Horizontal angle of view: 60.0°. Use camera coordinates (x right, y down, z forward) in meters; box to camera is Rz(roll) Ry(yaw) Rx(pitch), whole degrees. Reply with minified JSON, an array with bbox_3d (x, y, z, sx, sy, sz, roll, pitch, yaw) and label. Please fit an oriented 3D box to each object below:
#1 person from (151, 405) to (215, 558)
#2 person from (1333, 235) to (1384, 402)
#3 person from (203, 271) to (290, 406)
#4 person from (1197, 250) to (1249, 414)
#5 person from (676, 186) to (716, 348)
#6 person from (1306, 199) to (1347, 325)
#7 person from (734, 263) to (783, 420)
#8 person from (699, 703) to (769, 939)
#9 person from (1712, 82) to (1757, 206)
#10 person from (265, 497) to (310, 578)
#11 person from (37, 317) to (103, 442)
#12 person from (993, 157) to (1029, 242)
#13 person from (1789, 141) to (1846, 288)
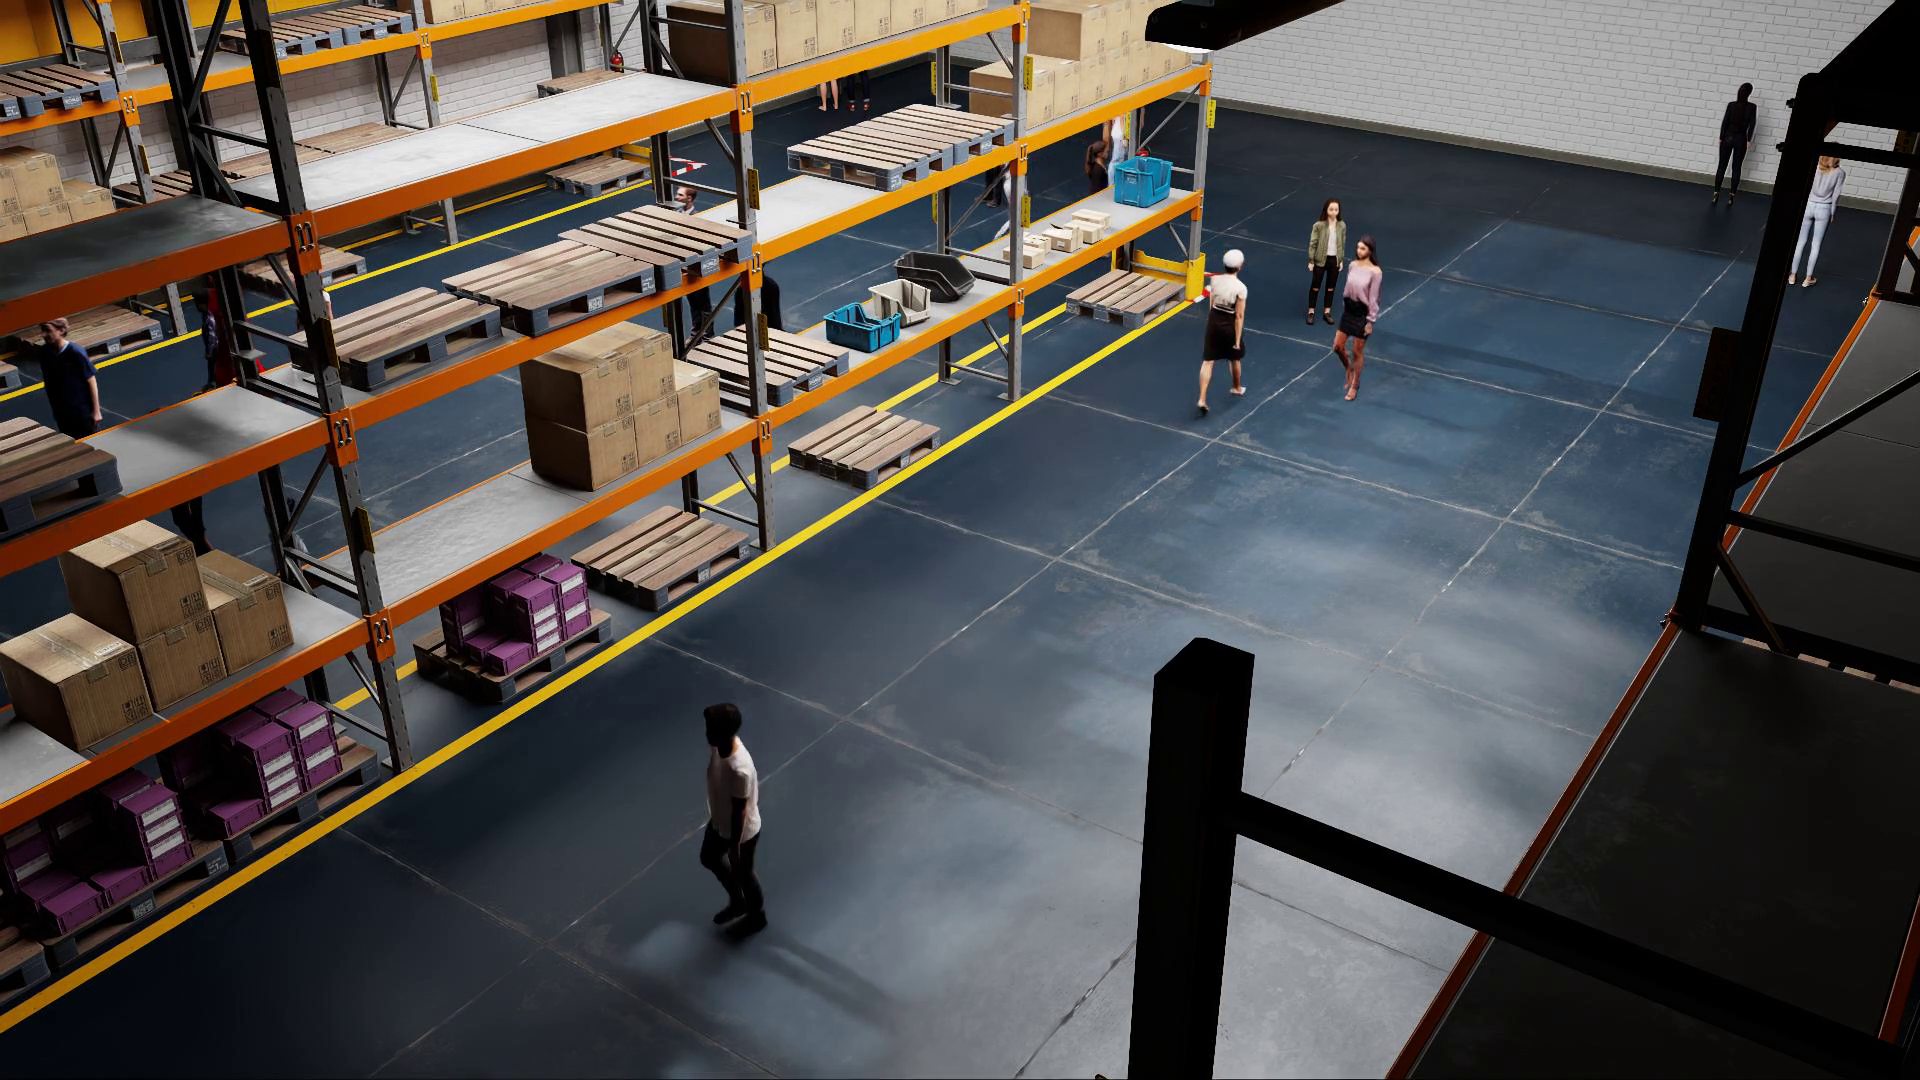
[{"bbox_3d":[-6.446,-0.337,13.828,0.582,1.706,0.635,-21,35,-34],"label":"person"},{"bbox_3d":[4.214,-2.317,17.358,0.689,1.802,0.687,-23,36,-36],"label":"person"},{"bbox_3d":[-7.250,-1.985,16.861,1.139,1.696,0.698,-26,38,-38],"label":"person"},{"bbox_3d":[2.646,-2.089,17.037,0.668,1.709,1.068,21,35,33],"label":"person"},{"bbox_3d":[-2.965,-3.048,18.558,0.671,1.937,0.715,-21,35,-33],"label":"person"},{"bbox_3d":[4.277,-3.256,19.421,0.657,1.476,0.696,-2,29,-3],"label":"person"},{"bbox_3d":[-2.027,-2.083,16.946,0.804,1.787,0.985,13,31,22],"label":"person"},{"bbox_3d":[-1.305,1.682,10.126,0.749,1.709,0.746,-13,31,-23],"label":"person"},{"bbox_3d":[10.930,-5.601,23.474,0.597,1.711,0.520,14,32,24],"label":"person"},{"bbox_3d":[-5.336,0.275,13.191,0.497,1.242,0.691,17,33,29],"label":"person"},{"bbox_3d":[-8.098,-1.199,15.236,0.735,1.871,0.693,6,29,11],"label":"person"},{"bbox_3d":[0.638,-4.467,21.344,0.852,1.760,0.788,-7,29,-13],"label":"person"},{"bbox_3d":[10.551,-4.027,20.500,0.602,1.796,0.521,22,35,34],"label":"person"}]
